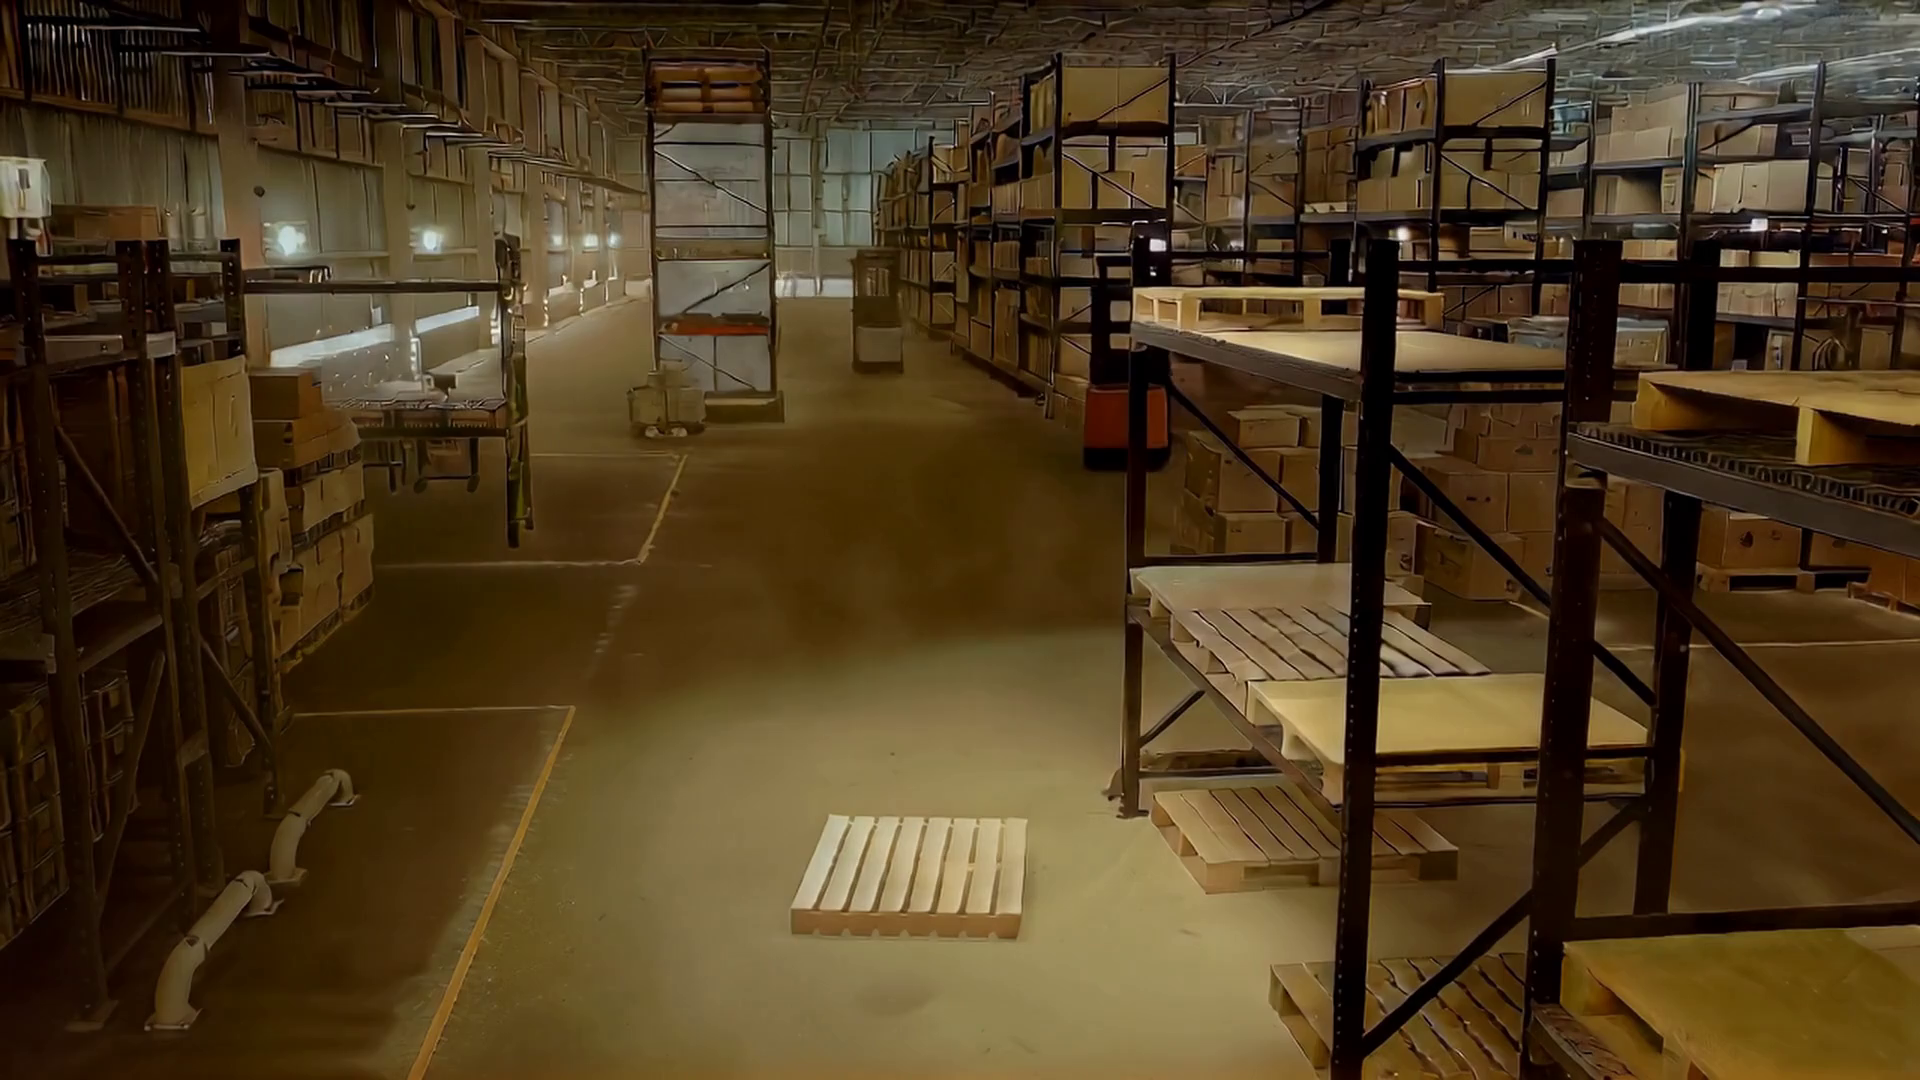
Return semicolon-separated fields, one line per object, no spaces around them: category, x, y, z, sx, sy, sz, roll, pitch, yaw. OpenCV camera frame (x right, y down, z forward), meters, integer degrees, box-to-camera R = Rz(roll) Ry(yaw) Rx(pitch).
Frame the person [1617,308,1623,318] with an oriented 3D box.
person;11.589;-3.189;29.484;0.636;1.842;0.429;9;14;42

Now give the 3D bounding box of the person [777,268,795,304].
person;-8.353;-12.105;79.285;0.932;1.704;0.566;-2;10;-11

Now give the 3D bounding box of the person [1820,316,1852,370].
person;12.998;-2.368;24.759;0.591;1.910;0.387;-9;14;-42

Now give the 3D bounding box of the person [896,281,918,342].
person;-1.630;-6.733;49.191;0.892;1.803;0.601;-1;10;-8

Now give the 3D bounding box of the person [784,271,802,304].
person;-7.889;-11.939;78.639;0.863;1.586;0.506;-2;10;-12

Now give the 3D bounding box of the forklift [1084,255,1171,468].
forklift;2.292;-2.450;22.509;1.129;2.768;1.873;2;10;9

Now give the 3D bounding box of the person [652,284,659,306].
person;-13.329;-11.078;73.580;0.488;1.714;0.807;6;12;28

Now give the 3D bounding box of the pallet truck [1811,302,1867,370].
pallet truck;15.846;-3.142;28.793;1.885;1.965;0.823;2;10;12

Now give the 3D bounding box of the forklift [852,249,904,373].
forklift;-1.893;-5.292;38.257;1.129;2.768;1.873;-1;10;-6
